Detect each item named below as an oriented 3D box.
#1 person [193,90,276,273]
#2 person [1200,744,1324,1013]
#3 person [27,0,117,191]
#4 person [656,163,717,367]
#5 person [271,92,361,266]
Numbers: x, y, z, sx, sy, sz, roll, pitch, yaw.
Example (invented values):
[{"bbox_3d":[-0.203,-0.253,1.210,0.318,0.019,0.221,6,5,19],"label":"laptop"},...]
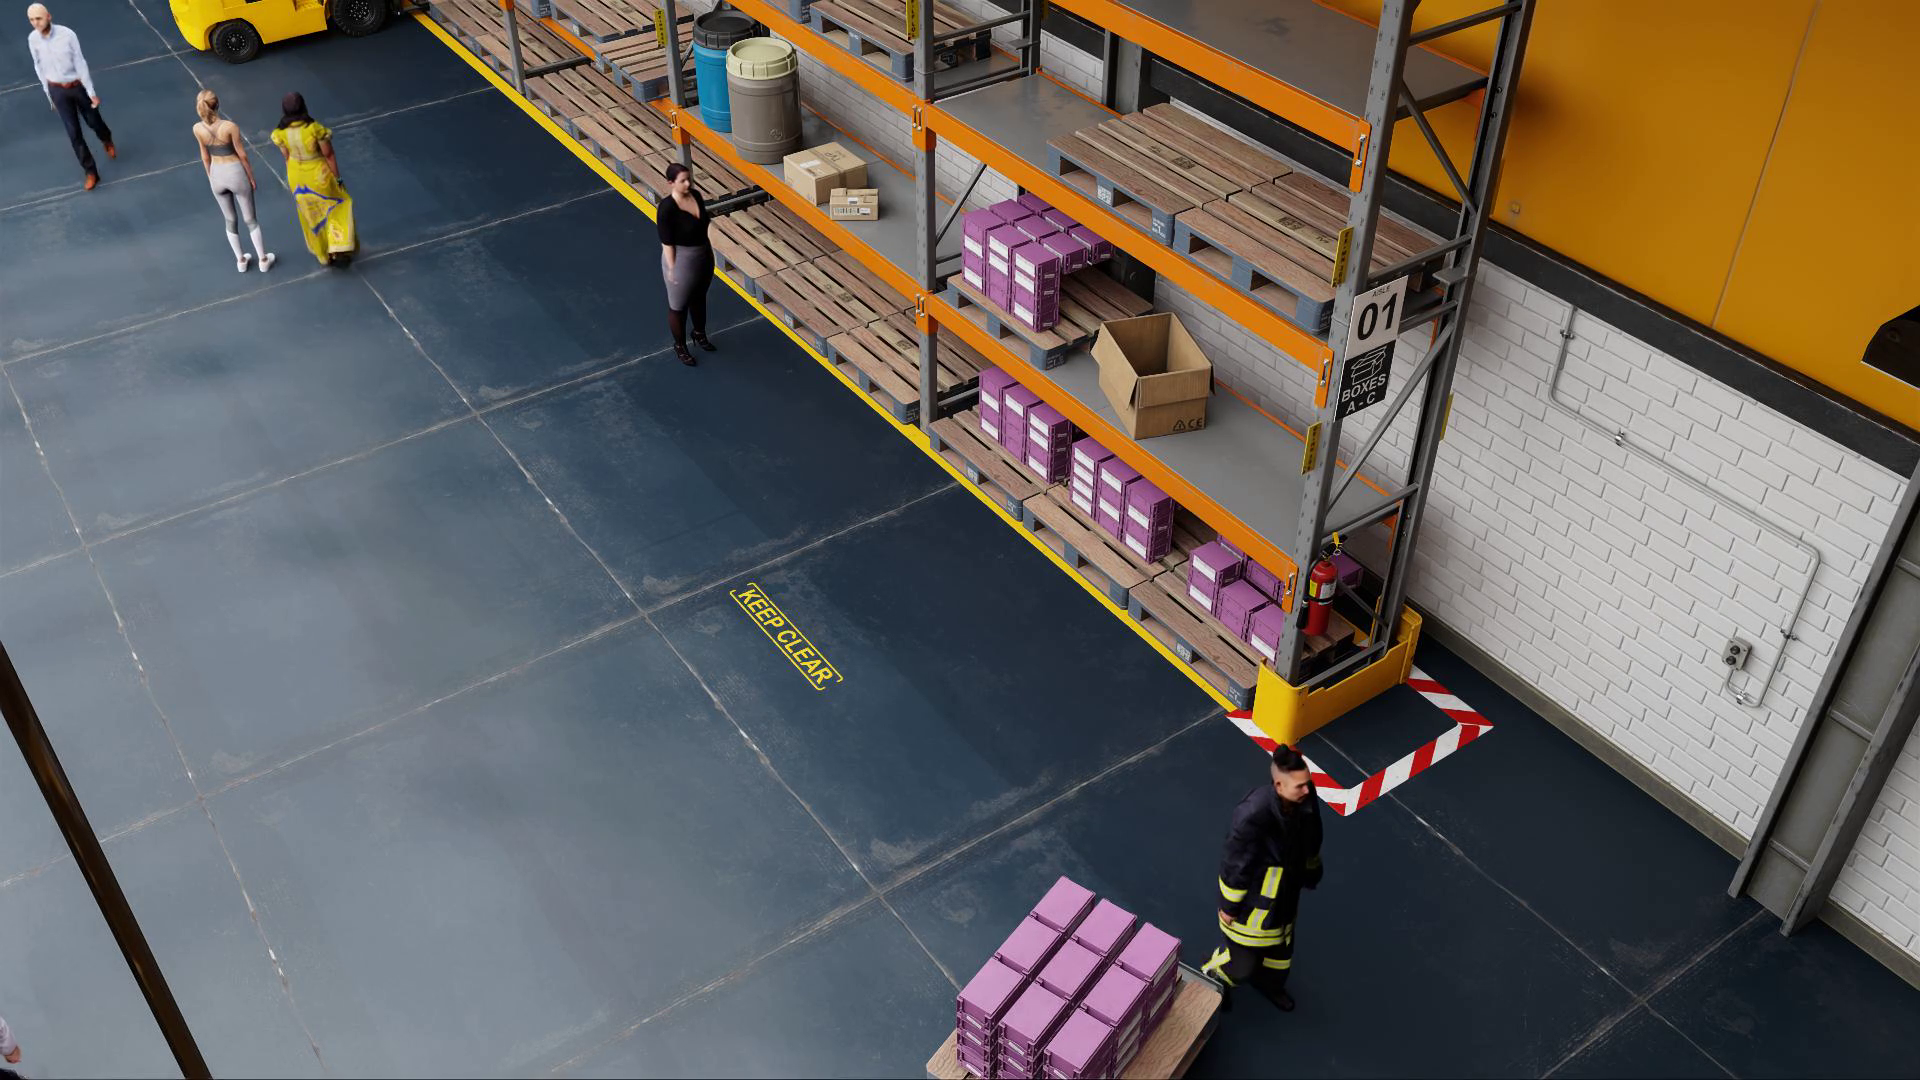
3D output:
[{"bbox_3d":[-6.499,-3.187,14.800,0.628,1.703,0.651,-5,39,-6],"label":"person"},{"bbox_3d":[1.529,1.718,8.536,0.770,1.855,0.704,-23,44,-26],"label":"person"},{"bbox_3d":[-8.655,-4.384,16.240,0.886,1.776,1.130,-8,39,-10],"label":"person"},{"bbox_3d":[-2.244,-2.273,13.609,0.753,1.760,0.754,21,43,25],"label":"person"},{"bbox_3d":[-5.766,-3.151,14.802,0.946,1.643,1.027,-1,39,-1],"label":"person"}]
